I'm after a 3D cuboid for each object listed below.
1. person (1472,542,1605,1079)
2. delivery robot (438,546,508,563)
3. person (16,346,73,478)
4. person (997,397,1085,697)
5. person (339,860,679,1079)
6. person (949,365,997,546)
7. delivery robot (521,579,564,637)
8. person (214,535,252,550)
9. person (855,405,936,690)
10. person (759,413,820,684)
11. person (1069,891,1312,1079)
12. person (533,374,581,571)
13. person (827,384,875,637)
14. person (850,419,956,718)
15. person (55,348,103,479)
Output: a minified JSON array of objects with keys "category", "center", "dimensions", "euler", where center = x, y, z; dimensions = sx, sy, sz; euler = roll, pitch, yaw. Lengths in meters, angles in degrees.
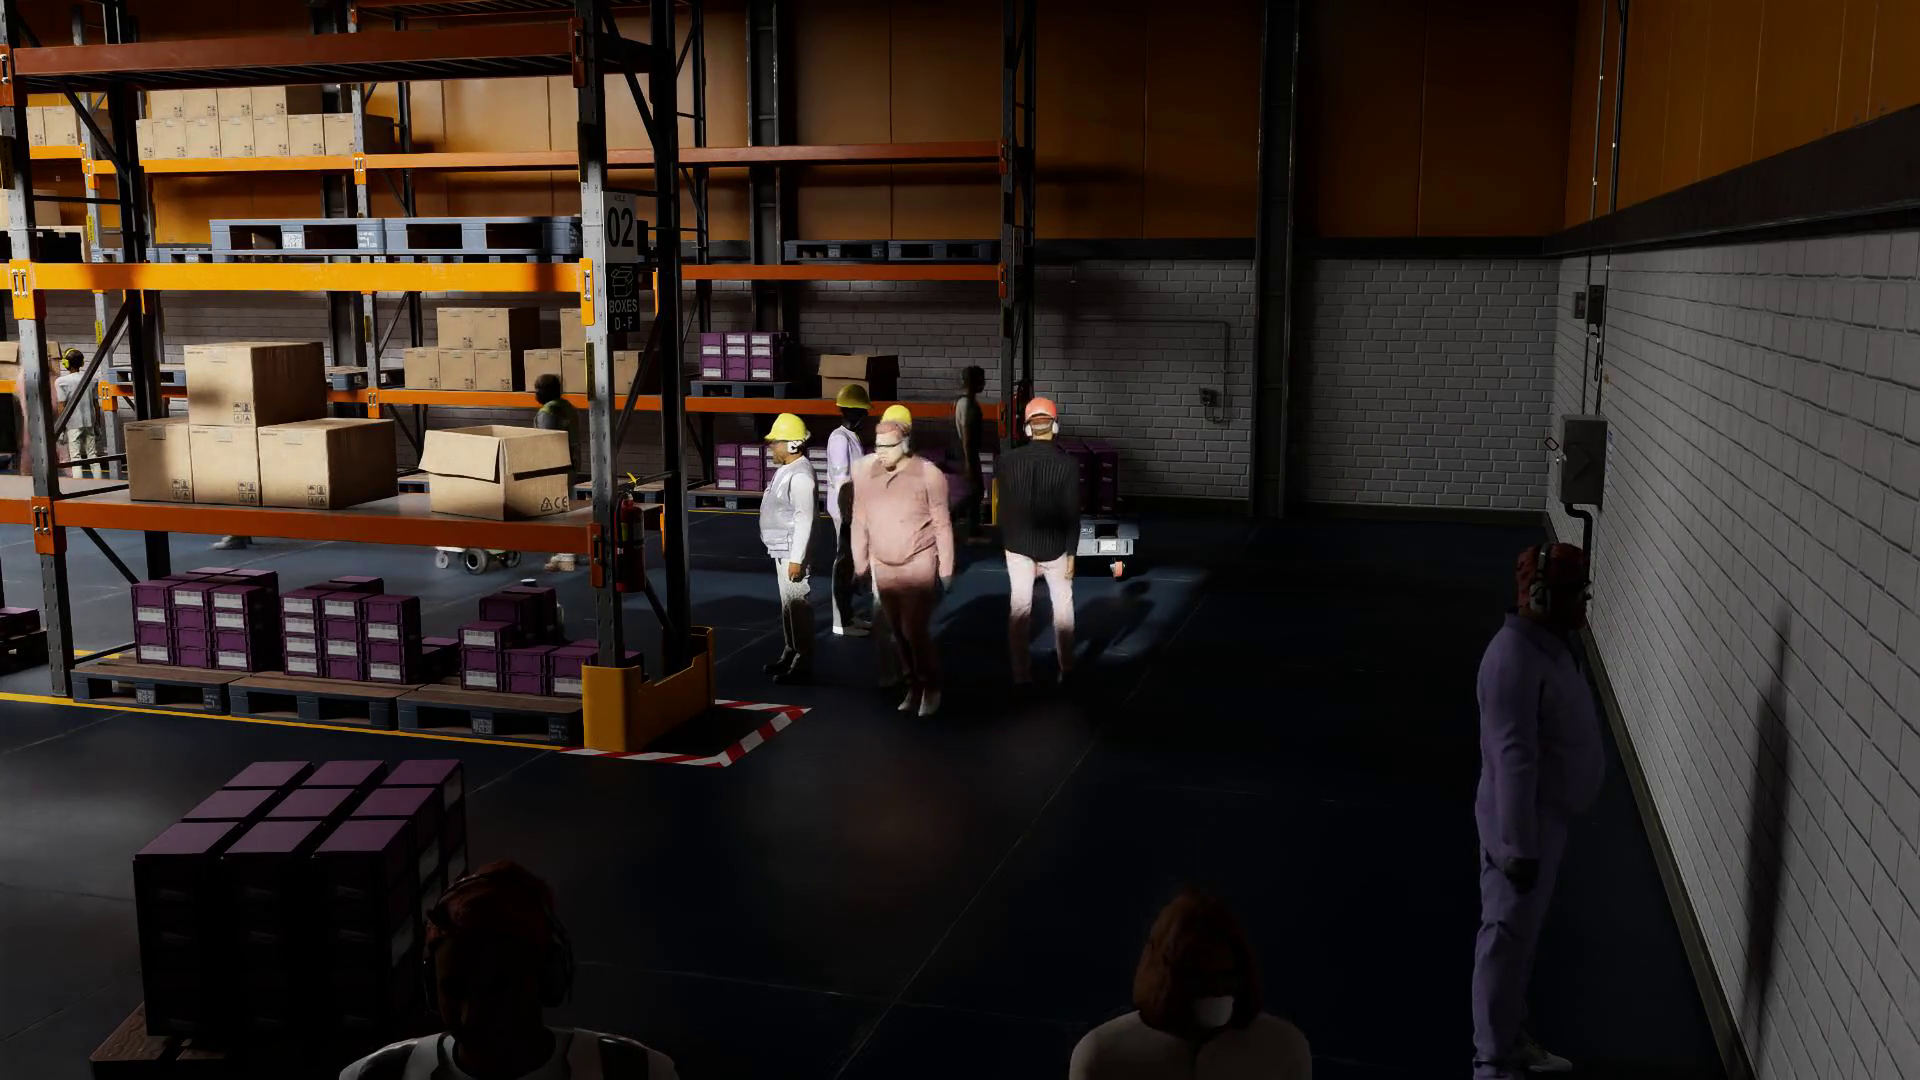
[{"category":"person","center":[1.940,0.950,5.592],"dimensions":[0.403,1.911,0.637],"euler":[5,10,26]},{"category":"delivery robot","center":[-4.523,-0.041,15.458],"dimensions":[0.707,0.478,0.477],"euler":[5,11,30]},{"category":"person","center":[-11.292,-1.476,20.551],"dimensions":[1.002,1.848,0.666],"euler":[3,10,18]},{"category":"person","center":[0.545,0.031,11.067],"dimensions":[0.608,1.946,0.847],"euler":[3,10,18]},{"category":"person","center":[-0.721,1.436,2.703],"dimensions":[0.577,1.883,0.353],"euler":[-1,9,-7]},{"category":"person","center":[0.073,-0.833,16.682],"dimensions":[0.528,1.834,0.541],"euler":[1,9,5]},{"category":"delivery robot","center":[-3.108,0.526,12.005],"dimensions":[0.477,0.478,0.707],"euler":[-5,11,-28]},{"category":"person","center":[-7.325,-0.876,16.600],"dimensions":[0.404,1.945,0.615],"euler":[-1,9,-8]},{"category":"person","center":[-0.411,0.027,11.303],"dimensions":[0.587,1.884,0.877],"euler":[1,9,9]},{"category":"person","center":[-1.155,0.053,11.278],"dimensions":[0.404,1.835,0.590],"euler":[-3,10,-17]},{"category":"person","center":[0.457,1.458,3.415],"dimensions":[0.500,1.612,0.666],"euler":[-1,9,-7]},{"category":"person","center":[-3.747,-0.621,15.447],"dimensions":[0.434,1.824,0.633],"euler":[1,9,7]},{"category":"person","center":[-0.825,-0.230,12.725],"dimensions":[0.372,1.925,0.595],"euler":[1,9,5]},{"category":"person","center":[-0.378,0.176,10.448],"dimensions":[0.647,1.876,0.580],"euler":[5,11,28]},{"category":"person","center":[-10.308,-1.309,19.463],"dimensions":[0.328,1.877,0.513],"euler":[6,11,33]}]
